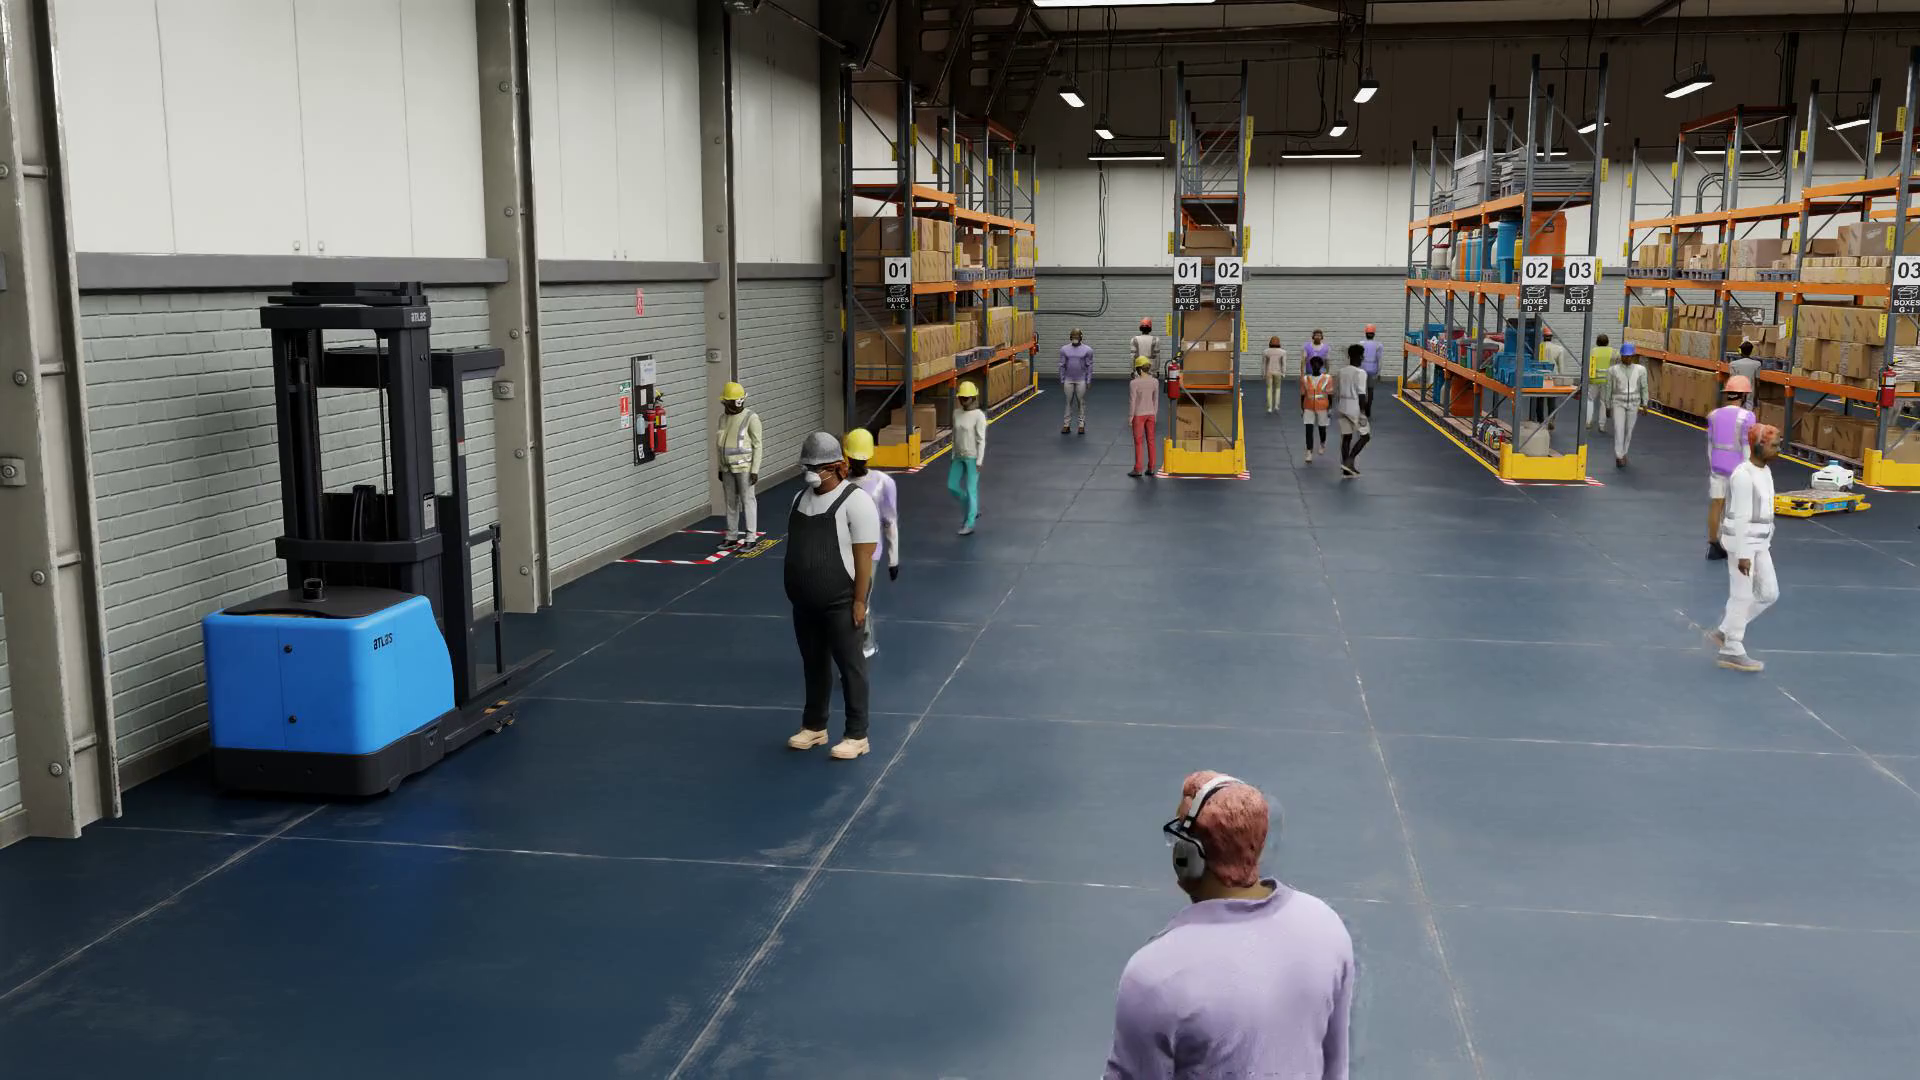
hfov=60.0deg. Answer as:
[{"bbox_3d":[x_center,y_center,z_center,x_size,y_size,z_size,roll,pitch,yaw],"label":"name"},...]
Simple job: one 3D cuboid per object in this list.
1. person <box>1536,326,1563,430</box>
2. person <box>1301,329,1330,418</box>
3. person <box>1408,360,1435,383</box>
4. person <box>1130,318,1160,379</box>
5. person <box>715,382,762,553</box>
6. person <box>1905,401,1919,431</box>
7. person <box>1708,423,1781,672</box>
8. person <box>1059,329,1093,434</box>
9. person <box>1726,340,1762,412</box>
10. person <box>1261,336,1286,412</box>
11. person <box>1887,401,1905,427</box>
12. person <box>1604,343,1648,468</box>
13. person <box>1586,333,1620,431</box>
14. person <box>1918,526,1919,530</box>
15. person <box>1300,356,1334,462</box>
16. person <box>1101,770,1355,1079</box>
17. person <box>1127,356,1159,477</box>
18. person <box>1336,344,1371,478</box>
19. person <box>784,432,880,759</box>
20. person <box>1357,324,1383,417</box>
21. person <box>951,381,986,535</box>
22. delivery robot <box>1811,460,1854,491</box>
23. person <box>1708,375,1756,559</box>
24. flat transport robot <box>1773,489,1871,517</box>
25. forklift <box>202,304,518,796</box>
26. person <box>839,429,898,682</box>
[{"bbox_3d":[10.961,-3.019,31.162,0.612,1.979,0.426,2,9,12],"label":"person"},{"bbox_3d":[7.378,-3.476,34.512,0.575,1.816,0.848,3,10,16],"label":"person"},{"bbox_3d":[11.809,-4.621,42.210,0.737,1.605,0.506,5,11,31],"label":"person"},{"bbox_3d":[3.777,-3.495,33.916,0.607,2.044,0.377,1,9,9],"label":"person"},{"bbox_3d":[-2.390,-0.780,17.841,0.591,1.824,0.404,7,11,36],"label":"person"},{"bbox_3d":[17.262,-2.648,29.768,0.492,1.680,0.931,-1,9,-9],"label":"person"},{"bbox_3d":[5.959,0.056,12.530,0.589,1.870,0.403,-9,13,-43],"label":"person"},{"bbox_3d":[2.145,-2.947,30.858,0.628,1.939,0.373,3,10,15],"label":"person"},{"bbox_3d":[12.804,-2.319,27.188,0.510,1.874,0.328,2,9,12],"label":"person"},{"bbox_3d":[6.692,-3.544,35.544,0.519,1.606,0.695,1,9,9],"label":"person"},{"bbox_3d":[16.639,-2.652,29.501,0.664,1.785,0.538,0,9,1],"label":"person"},{"bbox_3d":[10.298,-2.098,25.736,0.600,1.906,0.992,2,9,10],"label":"person"},{"bbox_3d":[12.020,-2.950,31.193,0.651,1.839,0.456,3,10,17],"label":"person"},{"bbox_3d":[11.345,-0.957,18.766,0.917,1.883,0.590,-1,9,-5],"label":"person"},{"bbox_3d":[5.668,-2.099,26.433,0.542,1.677,0.644,3,10,20],"label":"person"},{"bbox_3d":[0.508,1.447,3.929,0.673,1.872,0.878,-7,12,-38],"label":"person"},{"bbox_3d":[2.685,-1.820,24.426,0.525,1.771,0.305,-6,11,-31],"label":"person"},{"bbox_3d":[5.708,-1.863,24.113,0.420,1.953,0.644,-5,10,-27],"label":"person"},{"bbox_3d":[-0.851,0.346,10.363,0.677,2.000,0.536,7,12,39],"label":"person"},{"bbox_3d":[8.423,-3.496,34.299,0.543,1.923,0.728,1,9,9],"label":"person"},{"bbox_3d":[0.084,-0.938,18.996,0.352,1.752,0.552,-9,13,-43],"label":"person"},{"bbox_3d":[11.381,-0.795,21.684,0.477,0.478,0.707,8,12,42],"label":"delivery robot"},{"bbox_3d":[8.117,-0.757,17.395,0.591,1.919,0.580,-5,10,-28],"label":"person"},{"bbox_3d":[10.707,-0.477,20.883,1.431,0.197,0.652,-5,11,-30],"label":"flat transport robot"},{"bbox_3d":[-3.673,-0.038,10.147,1.129,2.768,1.873,1,9,9],"label":"forklift"},{"bbox_3d":[-0.798,0.094,12.358,0.694,1.862,0.979,3,10,20],"label":"person"}]
